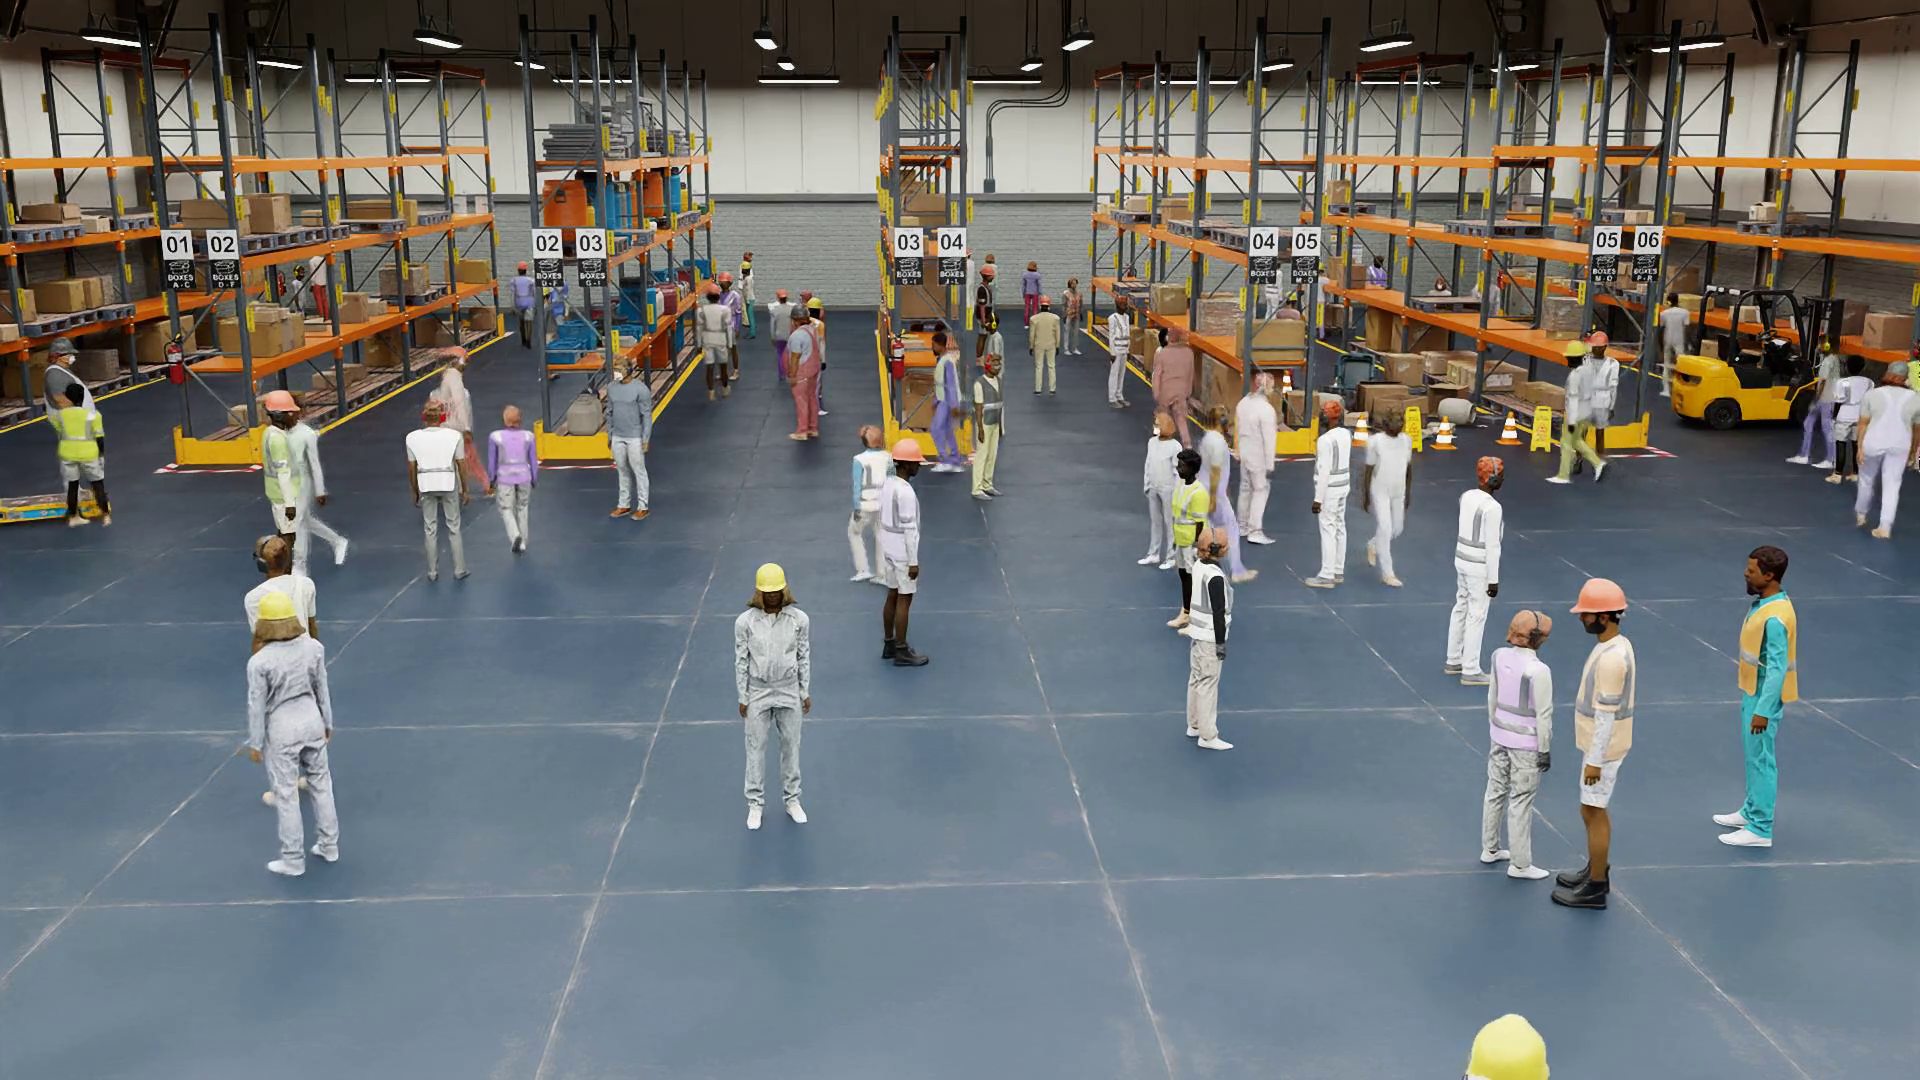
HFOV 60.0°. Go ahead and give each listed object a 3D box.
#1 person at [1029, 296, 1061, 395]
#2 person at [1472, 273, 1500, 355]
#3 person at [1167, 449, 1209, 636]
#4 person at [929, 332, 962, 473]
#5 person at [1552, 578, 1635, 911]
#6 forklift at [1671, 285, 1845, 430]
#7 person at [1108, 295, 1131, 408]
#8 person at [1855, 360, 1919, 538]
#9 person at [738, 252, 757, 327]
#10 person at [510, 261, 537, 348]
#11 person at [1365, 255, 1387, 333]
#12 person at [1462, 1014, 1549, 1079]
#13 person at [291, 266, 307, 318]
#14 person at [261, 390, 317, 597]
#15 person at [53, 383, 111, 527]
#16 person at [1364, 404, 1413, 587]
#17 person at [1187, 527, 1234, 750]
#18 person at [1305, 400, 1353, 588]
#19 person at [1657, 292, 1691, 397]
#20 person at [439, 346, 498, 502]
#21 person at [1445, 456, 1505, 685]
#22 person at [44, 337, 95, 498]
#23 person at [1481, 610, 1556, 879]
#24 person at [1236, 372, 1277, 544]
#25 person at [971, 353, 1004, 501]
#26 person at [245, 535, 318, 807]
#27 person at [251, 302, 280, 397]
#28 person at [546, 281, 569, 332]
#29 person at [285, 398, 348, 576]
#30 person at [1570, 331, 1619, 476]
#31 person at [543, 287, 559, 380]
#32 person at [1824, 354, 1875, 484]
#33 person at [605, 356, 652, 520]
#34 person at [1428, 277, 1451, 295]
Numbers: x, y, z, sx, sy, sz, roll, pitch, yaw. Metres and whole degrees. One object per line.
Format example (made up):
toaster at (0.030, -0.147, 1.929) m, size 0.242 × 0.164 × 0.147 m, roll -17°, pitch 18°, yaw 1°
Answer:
person at (1.499, -3.444, 29.471) m, size 0.561 × 1.752 × 0.327 m, roll -1°, pitch 13°, yaw -5°
person at (11.028, -4.750, 34.902) m, size 0.593 × 1.808 × 0.433 m, roll 1°, pitch 13°, yaw 5°
person at (2.063, 0.013, 14.962) m, size 0.320 × 1.692 × 0.534 m, roll -3°, pitch 14°, yaw -14°
person at (-0.261, -1.849, 22.429) m, size 0.622 × 1.878 × 0.633 m, roll -2°, pitch 13°, yaw -8°
person at (3.659, 1.165, 9.586) m, size 0.391 × 1.924 × 0.552 m, roll 5°, pitch 14°, yaw 20°
forklift at (12.503, -2.886, 26.166) m, size 2.313 × 2.155 × 1.214 m, roll -1°, pitch 13°, yaw -3°
person at (2.696, -3.175, 28.056) m, size 0.347 × 1.881 × 0.584 m, roll 8°, pitch 16°, yaw 31°
person at (10.514, -1.083, 18.855) m, size 0.685 × 2.000 × 1.092 m, roll 6°, pitch 14°, yaw 22°
person at (-5.213, -6.110, 40.585) m, size 0.390 × 1.838 × 0.563 m, roll -4°, pitch 14°, yaw -16°
person at (-9.547, -5.151, 36.448) m, size 0.550 × 1.889 × 1.028 m, roll -2°, pitch 13°, yaw -8°
person at (9.808, -5.786, 39.235) m, size 0.614 × 1.835 × 0.428 m, roll -7°, pitch 15°, yaw -27°
person at (1.622, 2.285, 5.061) m, size 0.625 × 1.814 × 0.513 m, roll 8°, pitch 16°, yaw 31°
person at (-14.000, -4.885, 35.345) m, size 0.327 × 1.865 × 0.519 m, roll -2°, pitch 14°, yaw -10°
person at (-6.510, -0.434, 16.102) m, size 0.381 × 2.041 × 0.616 m, roll -7°, pitch 15°, yaw -28°
person at (-10.082, -0.970, 19.126) m, size 0.531 × 1.685 × 0.387 m, roll -3°, pitch 14°, yaw -14°
person at (4.287, -0.482, 16.780) m, size 0.523 × 1.824 × 0.738 m, roll -4°, pitch 14°, yaw -17°
person at (1.818, 0.708, 12.130) m, size 0.307 × 1.641 × 0.514 m, roll -2°, pitch 13°, yaw -10°
person at (3.685, -0.461, 16.561) m, size 0.360 × 1.882 × 0.575 m, roll 11°, pitch 17°, yaw 38°
person at (12.594, -3.418, 29.209) m, size 0.686 × 1.829 × 0.433 m, roll 9°, pitch 16°, yaw 33°
person at (-6.116, -1.412, 20.503) m, size 1.021 × 1.911 × 0.656 m, roll -4°, pitch 14°, yaw -18°
person at (4.231, 0.244, 13.599) m, size 0.354 × 1.877 × 0.574 m, roll -2°, pitch 13°, yaw -9°
person at (-11.017, -1.502, 20.631) m, size 0.536 × 2.000 × 0.688 m, roll -7°, pitch 15°, yaw -28°
person at (3.348, 1.216, 9.977) m, size 0.310 × 1.640 × 0.514 m, roll -5°, pitch 14°, yaw -20°
person at (3.315, -0.920, 18.470) m, size 0.400 × 1.905 × 0.663 m, roll -5°, pitch 14°, yaw -22°
person at (0.339, -1.416, 20.721) m, size 0.385 × 1.834 × 0.561 m, roll 8°, pitch 15°, yaw 29°
person at (-4.480, 0.864, 11.027) m, size 0.345 × 1.847 × 0.508 m, roll 8°, pitch 15°, yaw 29°
person at (-12.110, -3.296, 28.994) m, size 0.550 × 1.702 × 0.648 m, roll -2°, pitch 13°, yaw -6°
person at (-8.257, -4.628, 33.869) m, size 0.609 × 2.043 × 0.397 m, roll 1°, pitch 13°, yaw 6°
person at (-6.694, -0.573, 17.061) m, size 0.633 × 1.886 × 0.831 m, roll 9°, pitch 16°, yaw 34°
person at (8.455, -1.813, 22.170) m, size 0.549 × 1.937 × 0.358 m, roll 6°, pitch 14°, yaw 23°
person at (-7.800, -3.894, 31.376) m, size 0.342 × 1.756 × 0.518 m, roll 0°, pitch 13°, yaw 1°
person at (11.578, -1.567, 21.639) m, size 0.532 × 1.698 × 0.319 m, roll -2°, pitch 13°, yaw -9°
person at (-3.903, -1.202, 19.579) m, size 0.635 × 1.937 × 0.354 m, roll 7°, pitch 15°, yaw 28°
person at (10.117, -4.733, 35.184) m, size 0.500 × 1.636 × 0.286 m, roll 6°, pitch 15°, yaw 25°
